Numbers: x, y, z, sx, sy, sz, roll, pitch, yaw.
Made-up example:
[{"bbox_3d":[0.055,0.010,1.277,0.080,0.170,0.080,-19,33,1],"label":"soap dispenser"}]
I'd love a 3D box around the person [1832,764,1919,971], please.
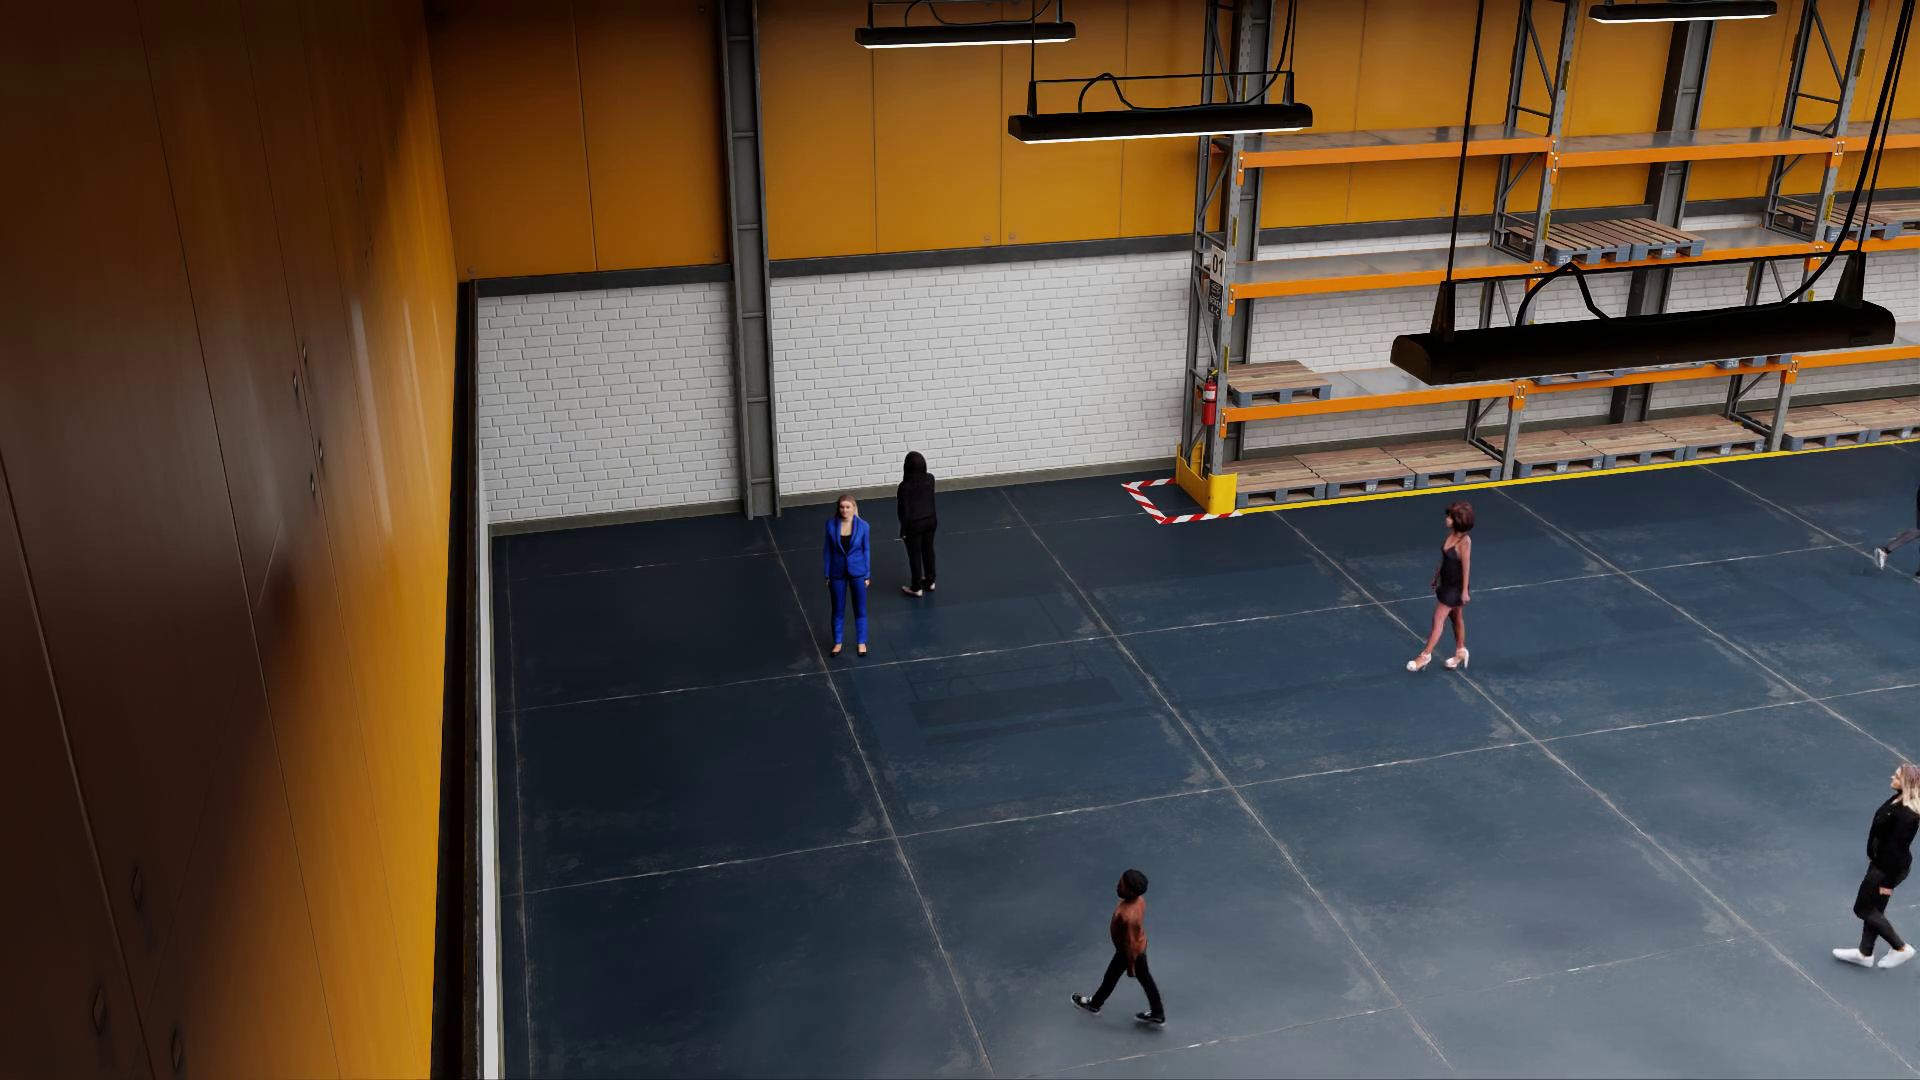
[{"bbox_3d":[6.700,2.370,11.842,0.886,1.676,0.826,12,26,26],"label":"person"}]

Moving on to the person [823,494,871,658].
[{"bbox_3d":[-1.109,0.340,16.457,0.582,1.701,0.732,0,24,1],"label":"person"}]

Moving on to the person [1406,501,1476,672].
[{"bbox_3d":[4.855,0.463,16.091,0.927,1.768,0.695,-2,24,-4],"label":"person"}]

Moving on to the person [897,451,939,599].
[{"bbox_3d":[-0.437,-0.177,17.745,0.722,1.616,0.813,-22,32,-40],"label":"person"}]

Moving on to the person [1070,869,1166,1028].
[{"bbox_3d":[1.229,2.819,11.389,0.979,1.218,0.841,8,25,18],"label":"person"}]
